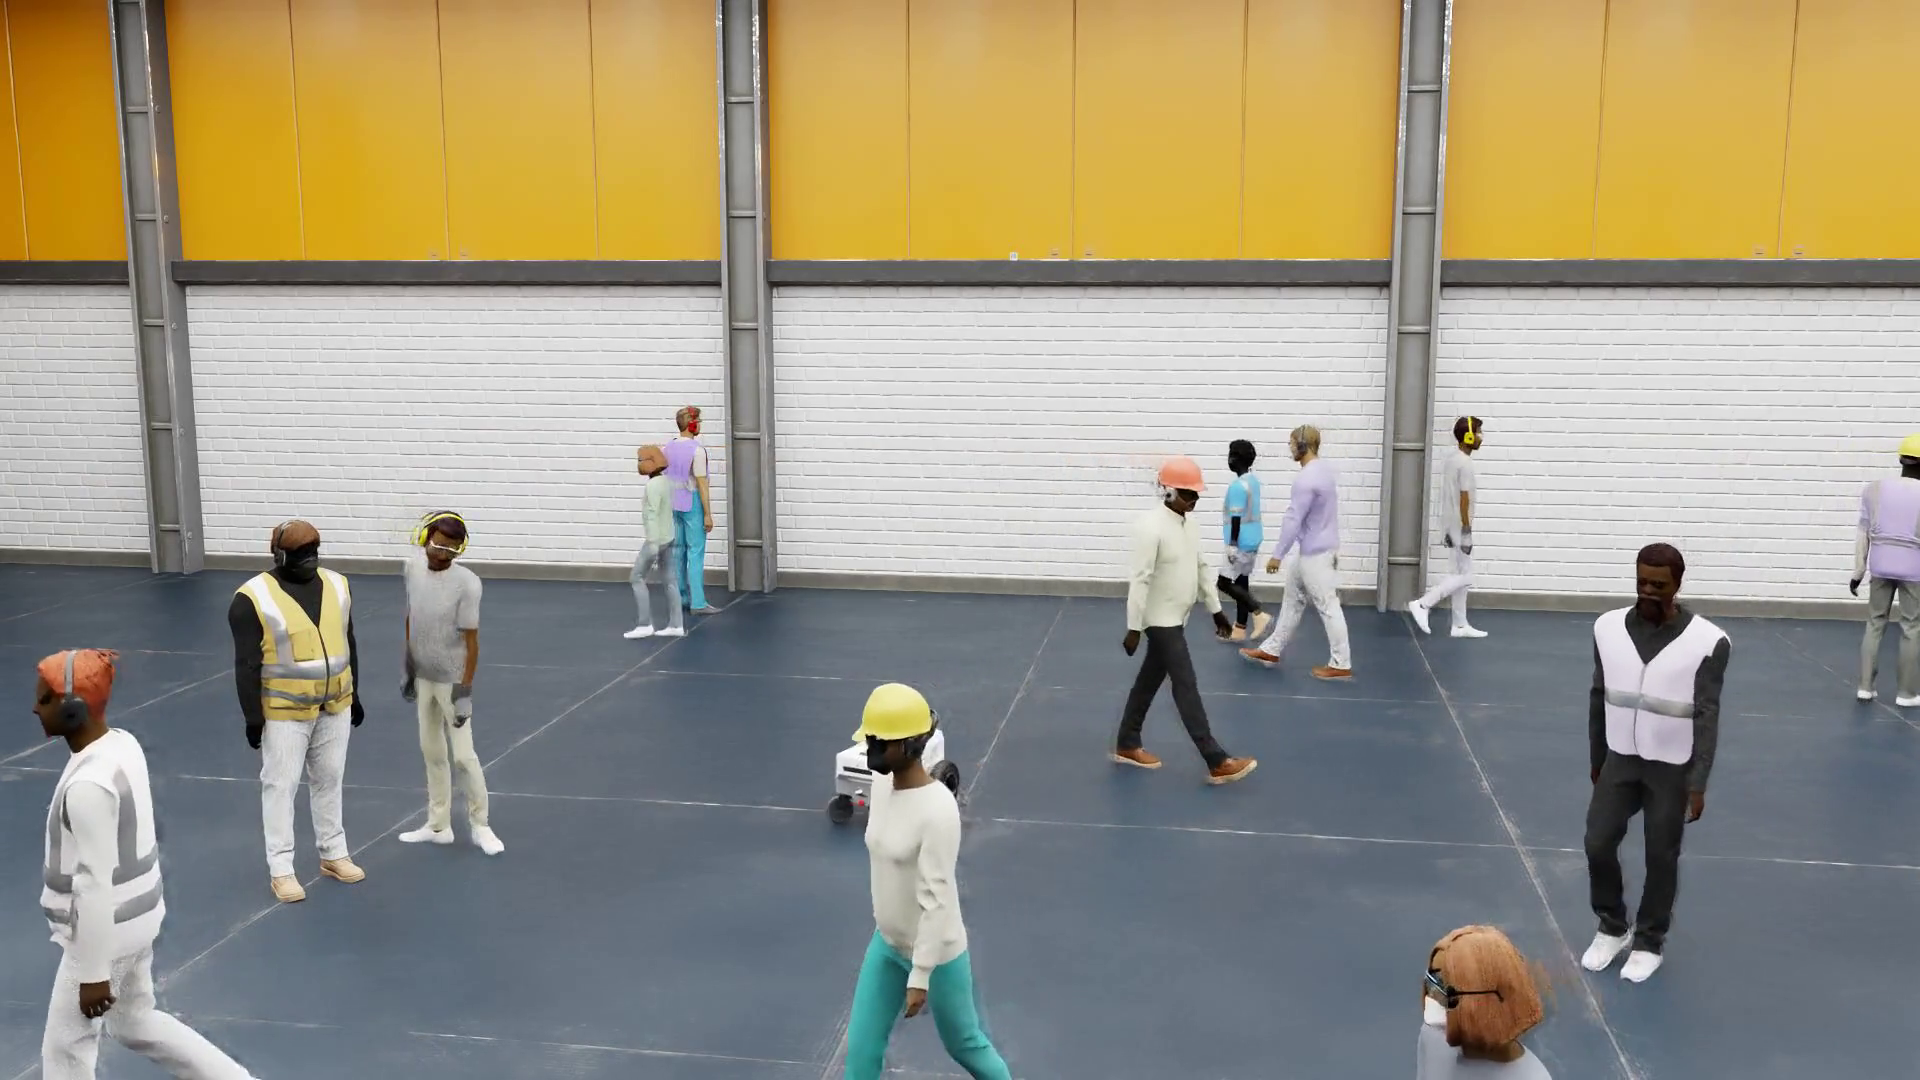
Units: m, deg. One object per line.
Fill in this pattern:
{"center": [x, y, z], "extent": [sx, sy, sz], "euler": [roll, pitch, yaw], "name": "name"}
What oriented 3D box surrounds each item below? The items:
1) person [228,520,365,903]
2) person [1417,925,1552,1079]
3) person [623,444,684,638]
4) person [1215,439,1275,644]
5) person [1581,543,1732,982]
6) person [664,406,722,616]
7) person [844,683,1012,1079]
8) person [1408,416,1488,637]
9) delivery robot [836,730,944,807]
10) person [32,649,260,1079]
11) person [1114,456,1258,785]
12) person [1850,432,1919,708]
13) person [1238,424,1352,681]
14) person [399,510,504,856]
{"center": [-3.188, 0.813, 8.101], "extent": [0.429, 1.840, 0.637], "euler": [7, 12, 37], "name": "person"}
{"center": [1.247, 1.632, 3.812], "extent": [0.836, 1.596, 0.511], "euler": [-2, 9, -12], "name": "person"}
{"center": [-2.562, 0.018, 13.706], "extent": [0.601, 1.613, 0.520], "euler": [1, 9, 5], "name": "person"}
{"center": [2.302, 0.027, 13.405], "extent": [0.423, 1.684, 0.552], "euler": [4, 10, 25], "name": "person"}
{"center": [2.908, 0.954, 7.059], "extent": [0.593, 1.901, 0.523], "euler": [9, 13, 42], "name": "person"}
{"center": [-2.390, -0.254, 14.648], "extent": [0.389, 1.849, 0.567], "euler": [-9, 13, -43], "name": "person"}
{"center": [-0.132, 1.306, 5.424], "extent": [0.900, 1.725, 0.536], "euler": [-6, 11, -34], "name": "person"}
{"center": [4.061, -0.095, 13.660], "extent": [0.580, 1.855, 0.539], "euler": [1, 9, 6], "name": "person"}
{"center": [-0.385, 1.222, 9.243], "extent": [0.477, 0.478, 0.707], "euler": [5, 10, 28], "name": "delivery robot"}
{"center": [-2.706, 1.250, 5.362], "extent": [0.858, 1.858, 0.593], "euler": [-3, 10, -16], "name": "person"}
{"center": [1.347, 0.472, 9.894], "extent": [1.045, 1.933, 0.641], "euler": [5, 11, 29], "name": "person"}
{"center": [6.540, 0.208, 11.568], "extent": [0.374, 1.927, 0.604], "euler": [-8, 12, -40], "name": "person"}
{"center": [2.512, 0.093, 12.369], "extent": [0.958, 1.890, 0.643], "euler": [3, 10, 20], "name": "person"}
{"center": [-2.718, 0.737, 8.626], "extent": [0.660, 1.831, 0.336], "euler": [5, 11, 31], "name": "person"}
